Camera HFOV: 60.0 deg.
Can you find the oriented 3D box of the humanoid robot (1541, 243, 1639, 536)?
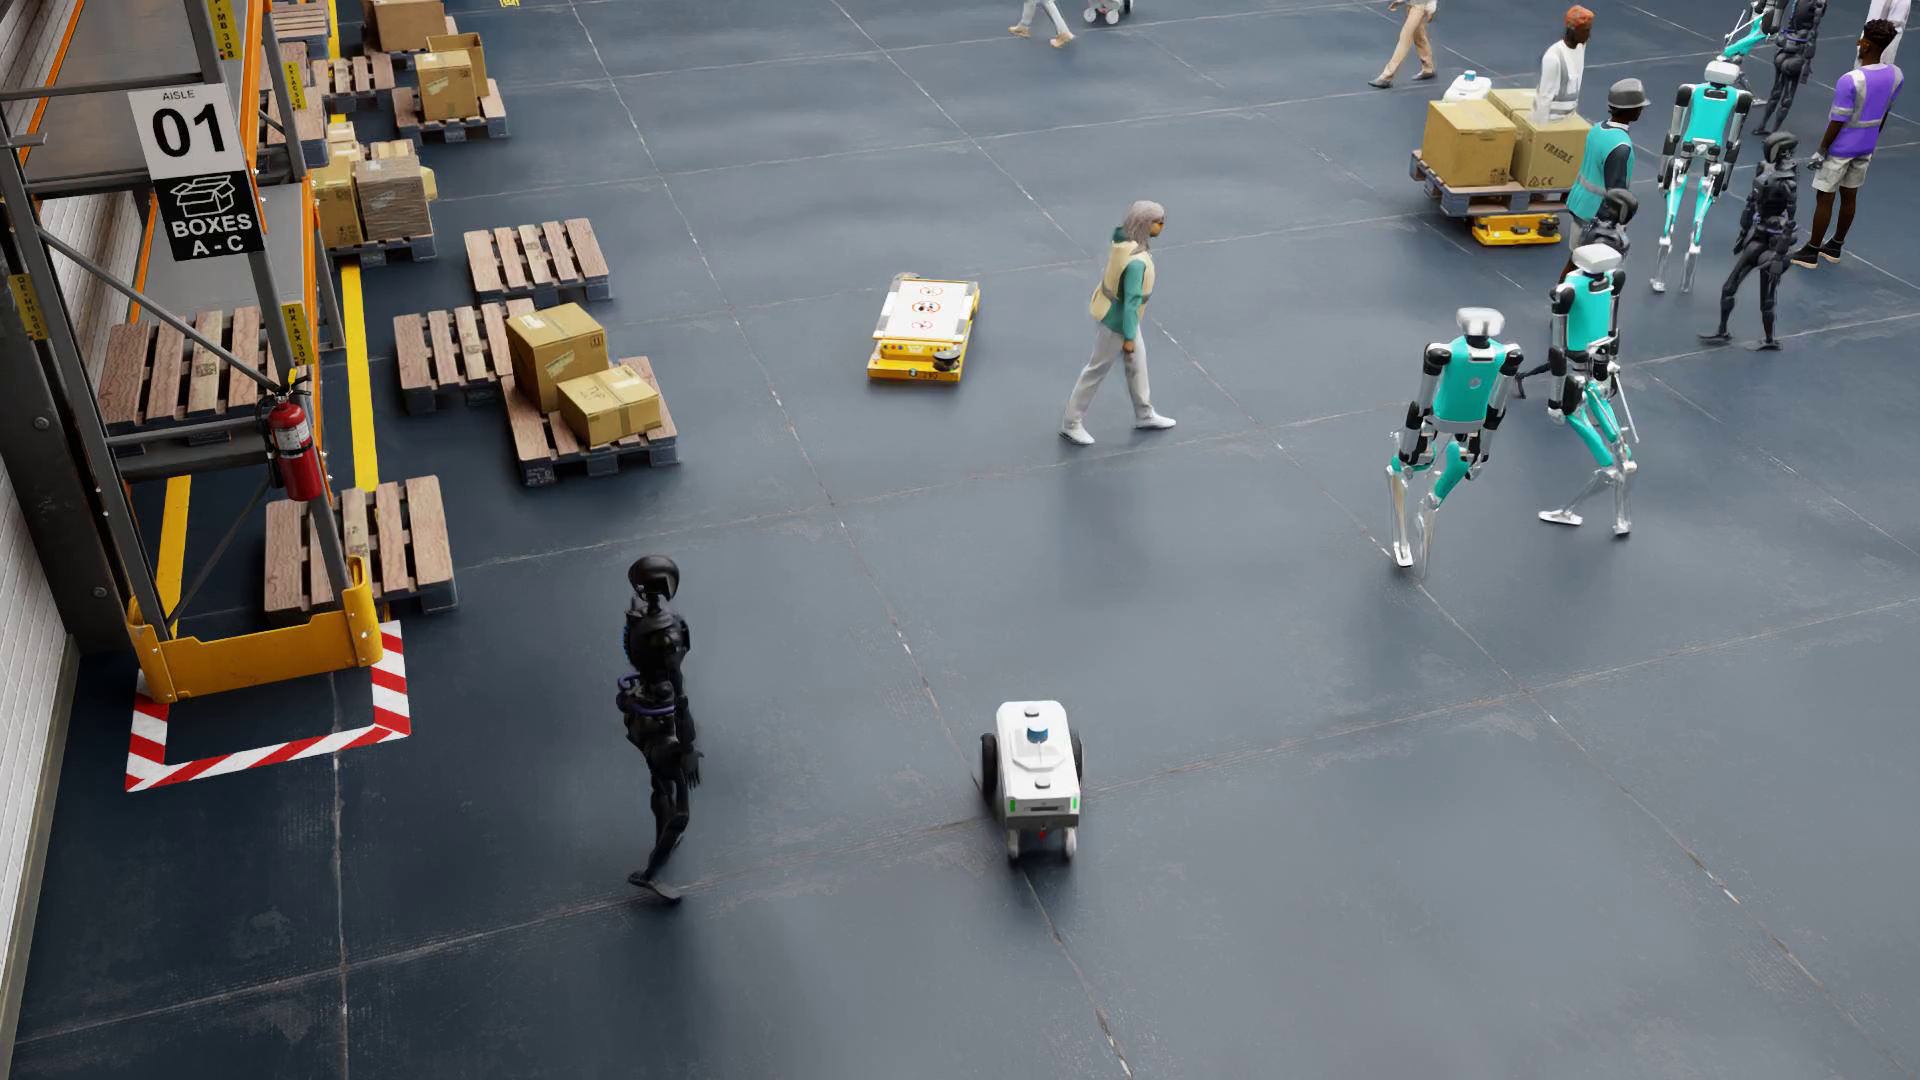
[{"bbox_3d":[3.803,-0.785,9.724,0.590,1.779,0.870,-19,37,-26],"label":"humanoid robot"}]

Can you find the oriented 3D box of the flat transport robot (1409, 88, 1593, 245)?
[{"bbox_3d":[4.574,-2.891,14.292,0.659,0.231,1.431,-3,33,-5],"label":"flat transport robot"}]

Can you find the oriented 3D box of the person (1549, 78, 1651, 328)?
[{"bbox_3d":[4.563,-2.346,11.928,0.418,1.941,0.552,-2,33,-3],"label":"person"}]

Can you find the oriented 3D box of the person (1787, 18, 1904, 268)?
[{"bbox_3d":[6.961,-3.097,13.057,0.602,1.966,0.367,-13,35,-18],"label":"person"}]

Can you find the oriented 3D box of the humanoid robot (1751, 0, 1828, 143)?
[{"bbox_3d":[7.812,-4.561,15.561,0.305,1.651,0.610,1,33,2],"label":"humanoid robot"}]

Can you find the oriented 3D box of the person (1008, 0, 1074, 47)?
[{"bbox_3d":[0.917,-6.359,18.188,0.916,1.834,0.492,23,40,31],"label":"person"}]

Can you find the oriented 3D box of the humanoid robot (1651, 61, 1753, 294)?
[{"bbox_3d":[5.554,-2.635,12.613,0.538,1.854,0.666,12,35,17],"label":"humanoid robot"}]

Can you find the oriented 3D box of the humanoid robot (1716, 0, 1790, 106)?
[{"bbox_3d":[7.748,-5.079,16.320,0.812,1.799,0.552,0,33,1],"label":"humanoid robot"}]

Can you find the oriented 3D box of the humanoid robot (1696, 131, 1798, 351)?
[{"bbox_3d":[5.728,-2.099,11.806,0.623,1.641,0.604,-3,33,-5],"label":"humanoid robot"}]

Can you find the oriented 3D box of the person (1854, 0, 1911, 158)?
[{"bbox_3d":[8.396,-4.447,15.166,0.387,1.927,0.543,2,33,3],"label":"person"}]

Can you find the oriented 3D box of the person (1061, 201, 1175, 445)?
[{"bbox_3d":[1.038,-1.396,10.735,0.768,1.653,0.492,3,33,5],"label":"person"}]

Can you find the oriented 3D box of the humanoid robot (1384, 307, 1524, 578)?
[{"bbox_3d":[2.690,-0.542,9.426,0.559,1.871,0.753,-3,33,-4],"label":"humanoid robot"}]

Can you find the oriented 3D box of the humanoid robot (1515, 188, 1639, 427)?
[{"bbox_3d":[4.078,-1.577,11.018,0.693,1.635,0.609,21,39,29],"label":"humanoid robot"}]

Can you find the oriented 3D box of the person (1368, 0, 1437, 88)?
[{"bbox_3d":[4.635,-5.466,16.990,0.850,1.626,0.471,-7,34,-11],"label":"person"}]

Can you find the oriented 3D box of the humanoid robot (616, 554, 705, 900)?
[{"bbox_3d":[-1.366,0.818,7.321,0.452,1.647,0.600,-18,37,-26],"label":"humanoid robot"}]

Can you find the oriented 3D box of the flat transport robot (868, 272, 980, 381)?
[{"bbox_3d":[-0.250,-1.585,12.289,0.659,0.231,1.431,4,33,5],"label":"flat transport robot"}]

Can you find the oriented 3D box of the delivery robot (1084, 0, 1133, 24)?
[{"bbox_3d":[1.724,-6.341,19.329,0.513,0.601,0.773,7,34,11],"label":"delivery robot"}]

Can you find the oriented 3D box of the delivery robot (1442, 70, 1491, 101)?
[{"bbox_3d":[4.892,-4.238,16.087,0.499,0.583,0.767,15,36,21],"label":"delivery robot"}]

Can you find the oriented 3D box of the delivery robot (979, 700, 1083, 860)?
[{"bbox_3d":[0.361,1.100,7.924,0.499,0.609,0.807,-2,33,-3],"label":"delivery robot"}]

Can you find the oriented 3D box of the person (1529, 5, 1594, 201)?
[{"bbox_3d":[4.916,-3.445,13.675,0.601,1.869,0.441,-28,42,-36],"label":"person"}]
